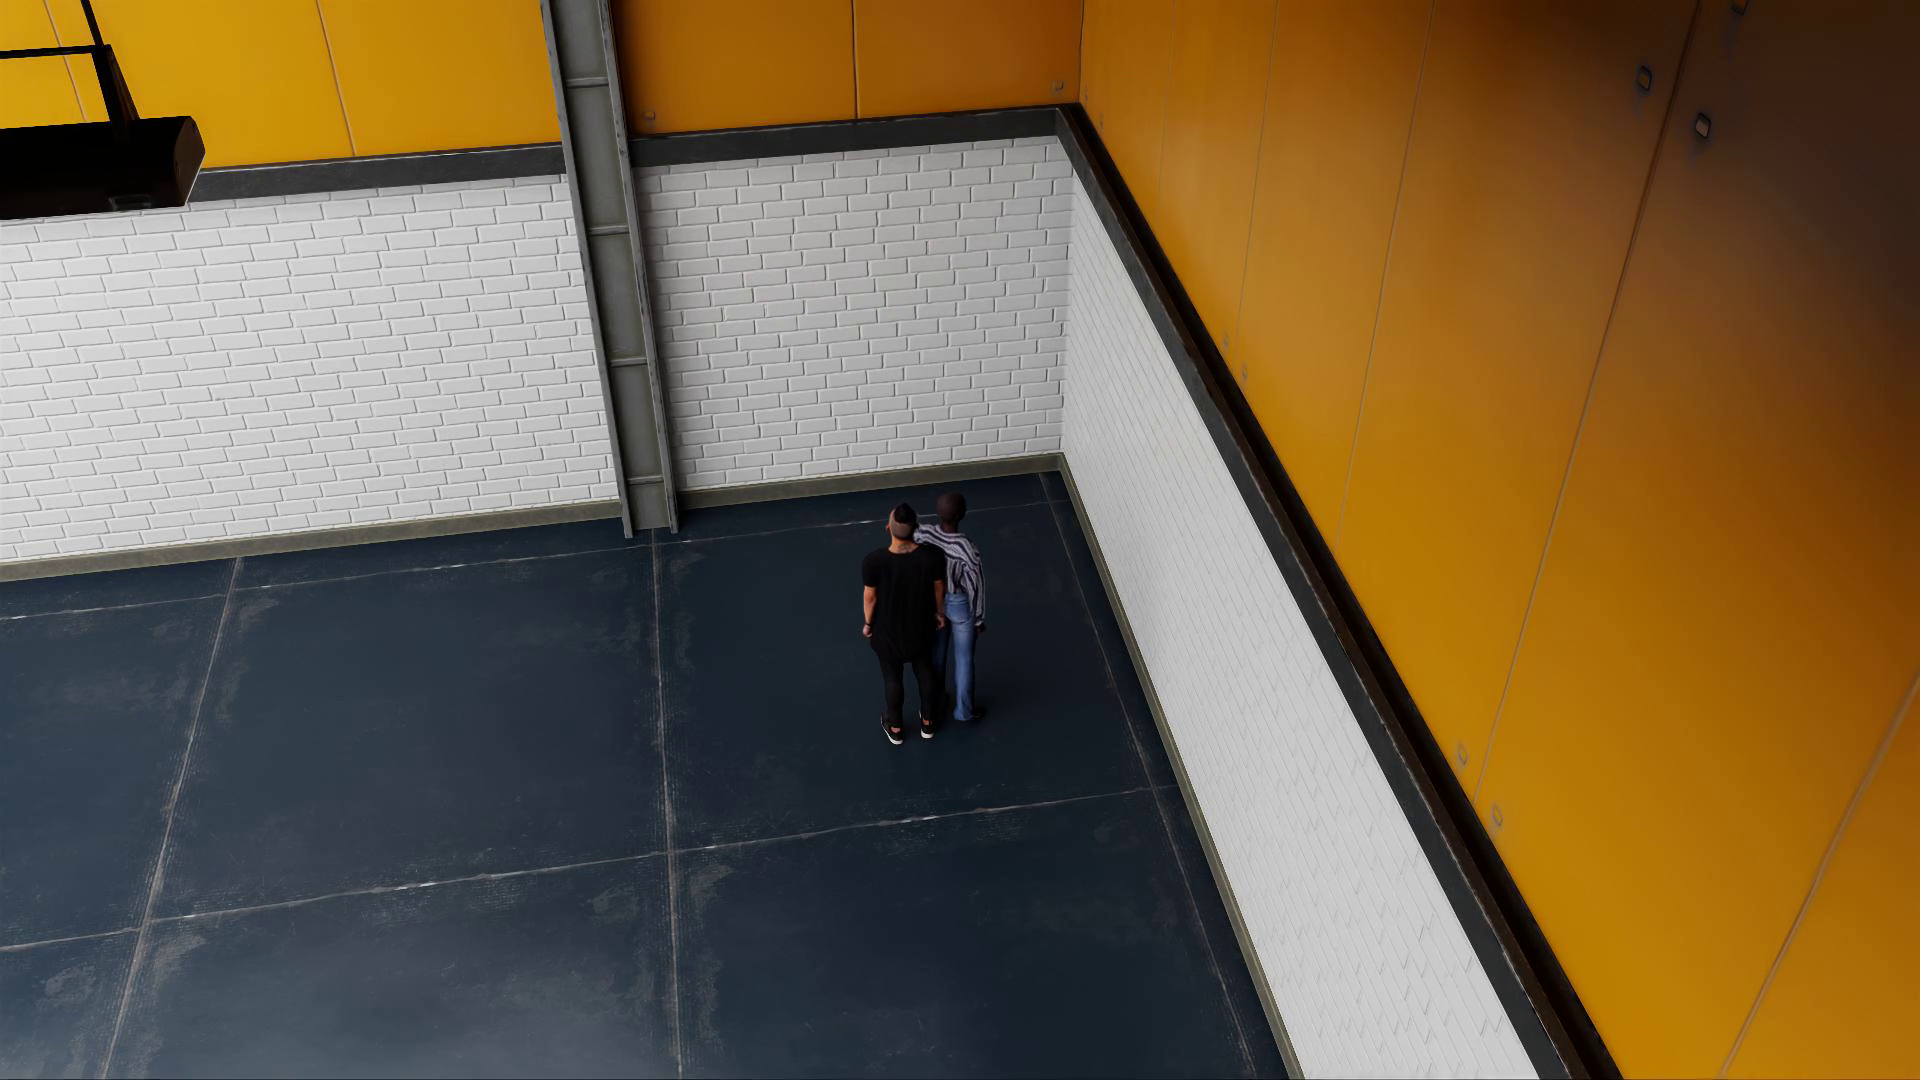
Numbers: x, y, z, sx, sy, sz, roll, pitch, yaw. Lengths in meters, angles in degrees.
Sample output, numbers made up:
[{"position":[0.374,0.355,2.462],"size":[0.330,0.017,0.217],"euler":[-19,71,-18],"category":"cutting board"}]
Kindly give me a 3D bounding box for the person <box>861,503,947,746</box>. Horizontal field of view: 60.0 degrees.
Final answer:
[{"position":[-0.343,0.495,10.229],"size":[0.537,1.865,0.761],"euler":[-9,40,-11],"category":"person"}]

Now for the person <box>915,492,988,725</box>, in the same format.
[{"position":[-0.054,0.434,10.361],"size":[0.683,1.796,0.750],"euler":[22,44,26],"category":"person"}]
